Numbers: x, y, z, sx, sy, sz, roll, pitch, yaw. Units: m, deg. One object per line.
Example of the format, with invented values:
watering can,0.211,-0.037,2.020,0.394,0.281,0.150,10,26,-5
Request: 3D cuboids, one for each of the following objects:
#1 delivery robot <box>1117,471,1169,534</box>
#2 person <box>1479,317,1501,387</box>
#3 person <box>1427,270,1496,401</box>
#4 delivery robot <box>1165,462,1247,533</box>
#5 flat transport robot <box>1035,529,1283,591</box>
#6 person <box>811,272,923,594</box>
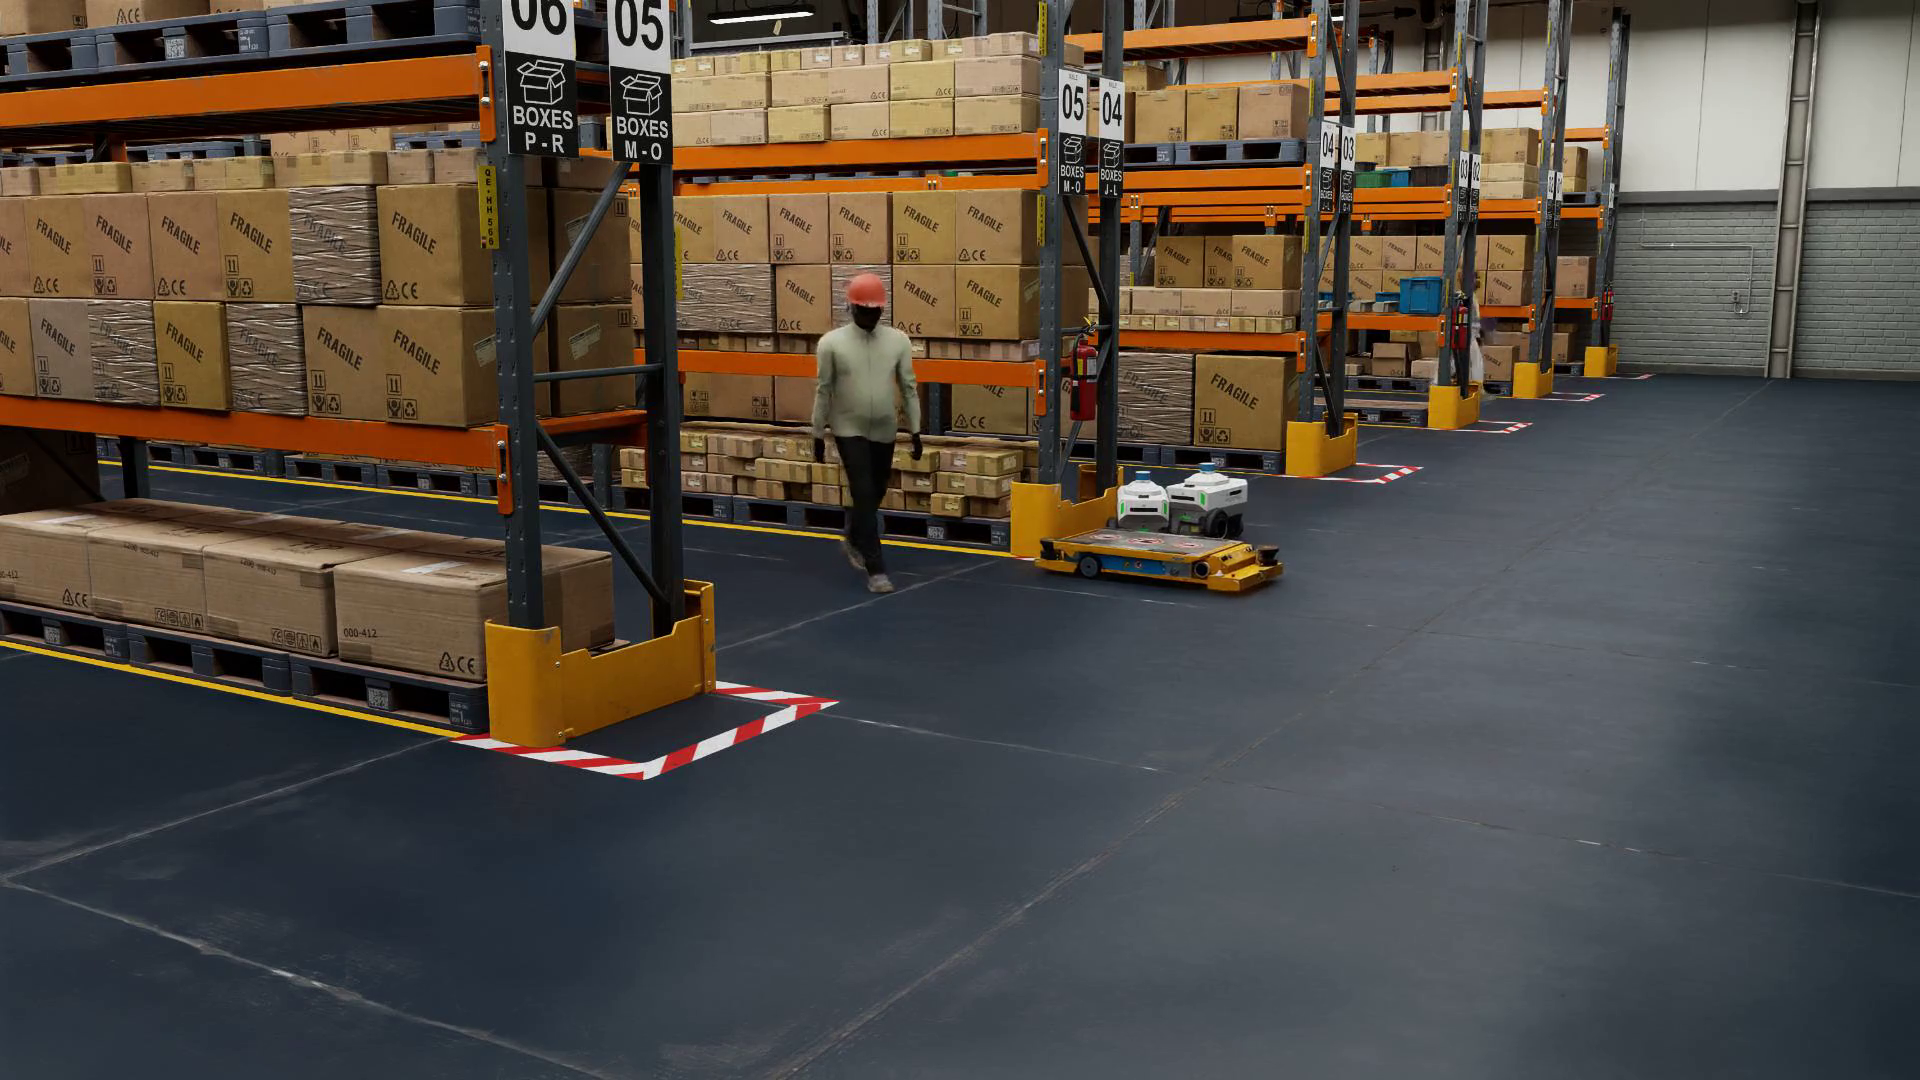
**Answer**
delivery robot,1.251,-0.230,11.401,0.477,0.478,0.707,1,10,5
person,8.181,-3.338,25.856,0.523,1.927,0.561,8,12,38
person,7.107,-2.890,23.489,0.933,1.850,0.576,4,11,23
delivery robot,1.761,-0.310,11.870,0.477,0.478,0.707,7,12,36
flat transport robot,1.251,0.106,10.538,1.431,0.197,0.652,6,12,33
person,-0.599,-0.694,10.332,0.646,1.949,0.999,-4,11,-23
